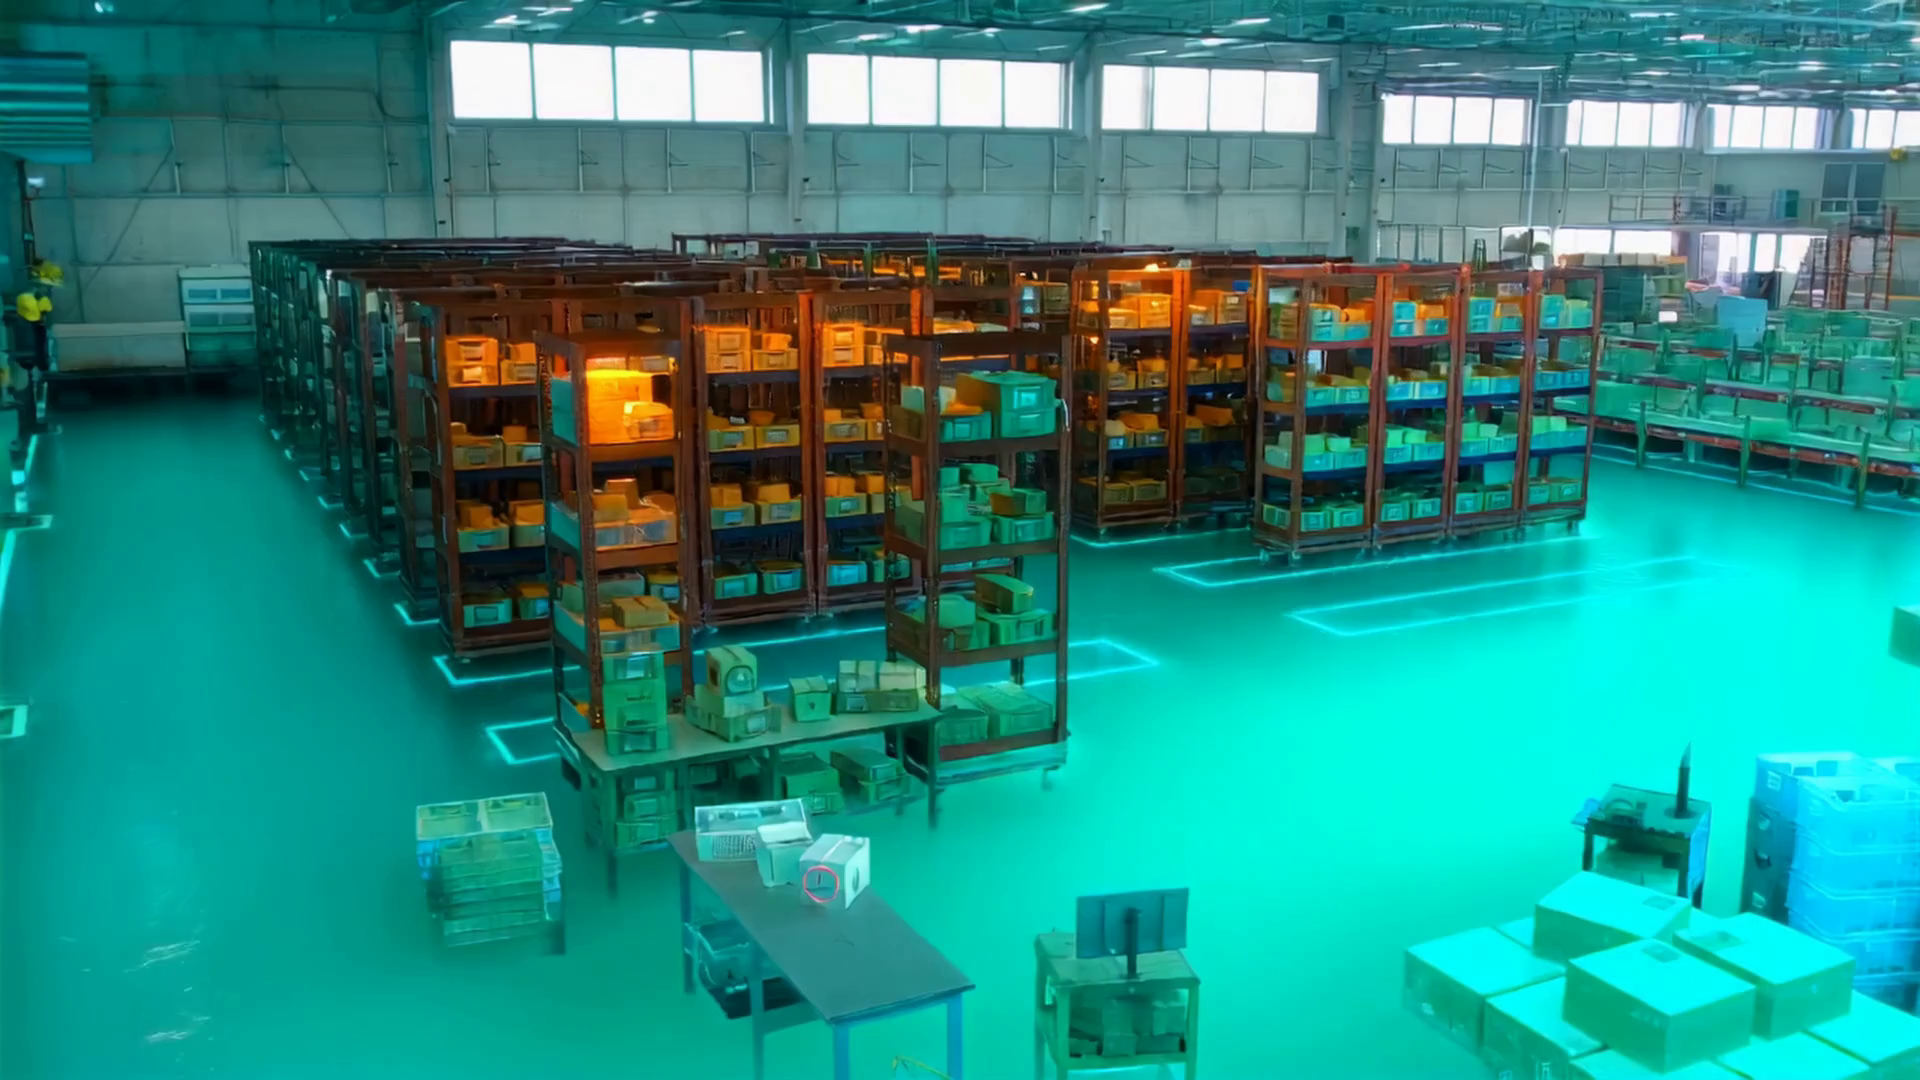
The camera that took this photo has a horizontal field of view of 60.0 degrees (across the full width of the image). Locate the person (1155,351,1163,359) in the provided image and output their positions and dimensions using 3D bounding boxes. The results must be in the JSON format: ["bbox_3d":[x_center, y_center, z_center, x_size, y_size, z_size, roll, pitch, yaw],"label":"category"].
[{"bbox_3d":[4.948,-4.797,40.032,0.616,2.011,0.842,4,13,20],"label":"person"}]

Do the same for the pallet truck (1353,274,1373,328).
[{"bbox_3d":[13.011,-8.050,55.243,0.823,1.965,1.885,-7,14,-28],"label":"pallet truck"}]
